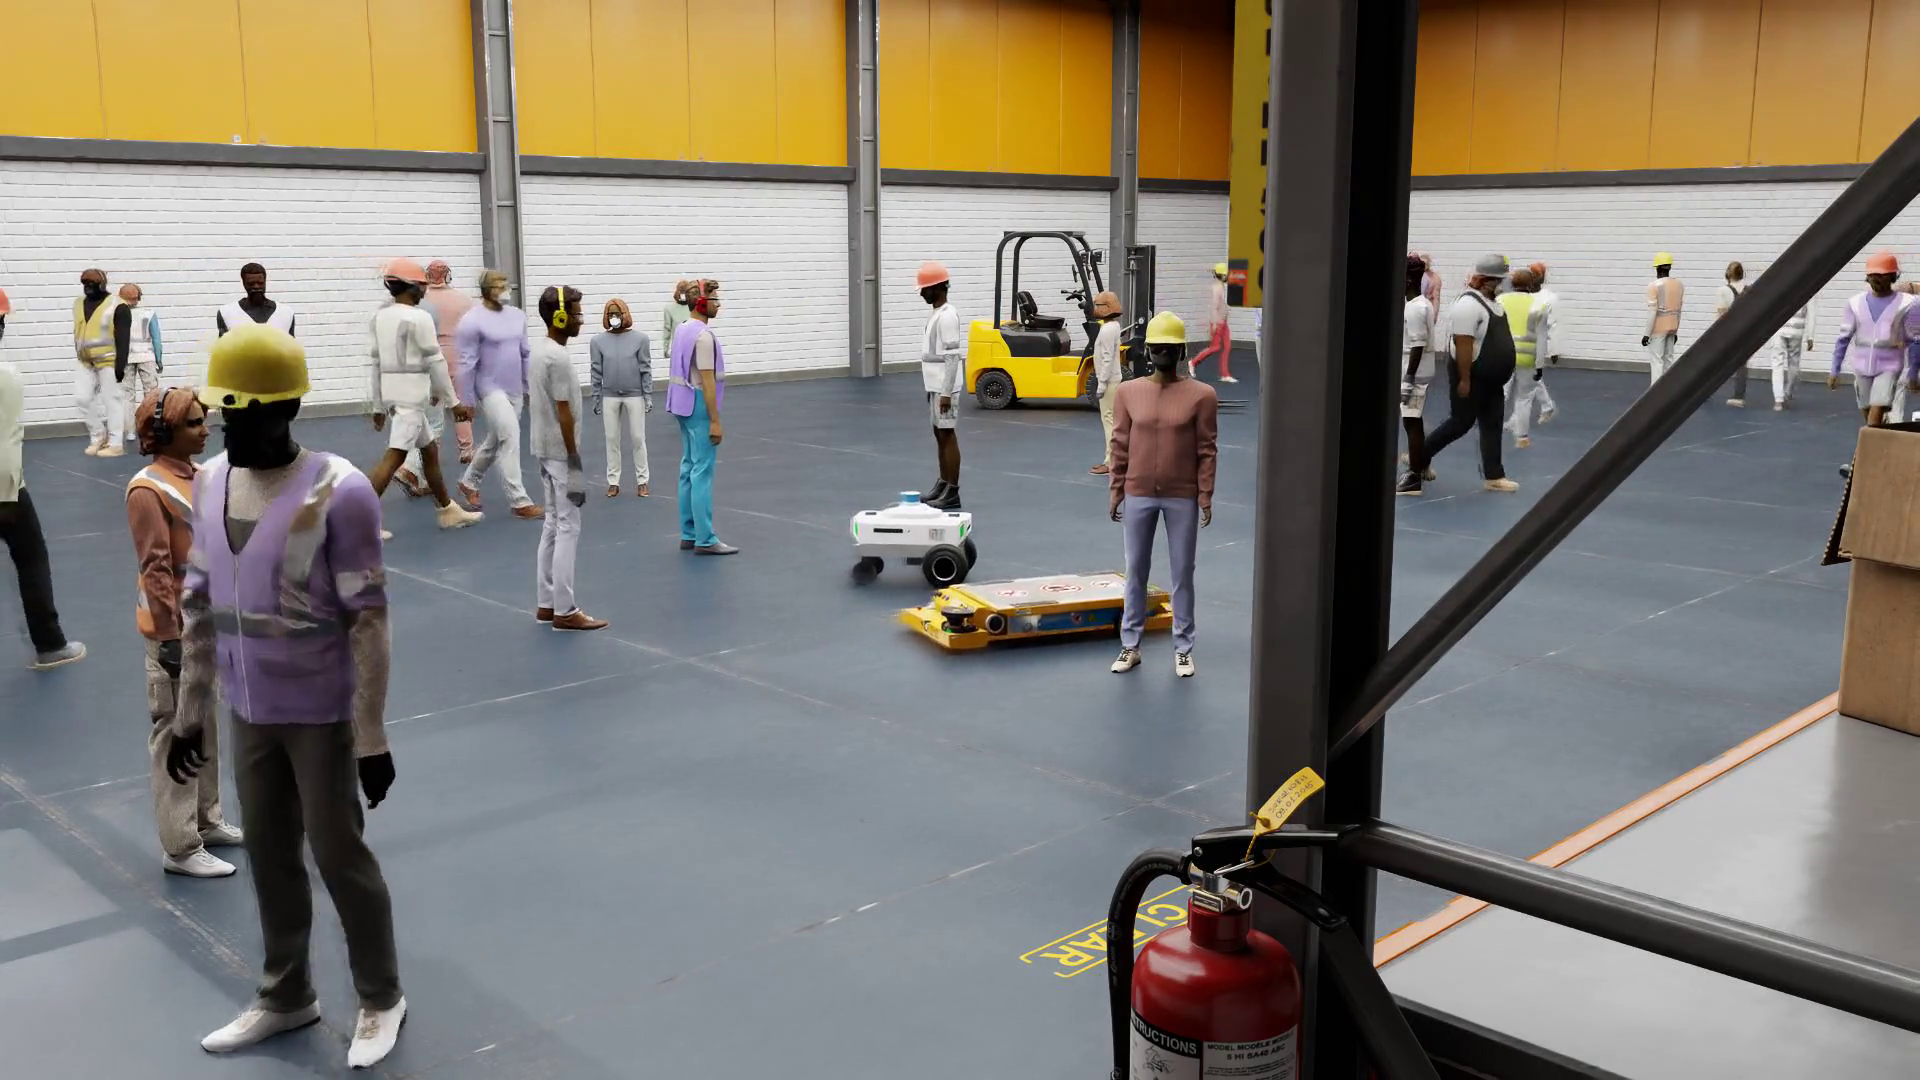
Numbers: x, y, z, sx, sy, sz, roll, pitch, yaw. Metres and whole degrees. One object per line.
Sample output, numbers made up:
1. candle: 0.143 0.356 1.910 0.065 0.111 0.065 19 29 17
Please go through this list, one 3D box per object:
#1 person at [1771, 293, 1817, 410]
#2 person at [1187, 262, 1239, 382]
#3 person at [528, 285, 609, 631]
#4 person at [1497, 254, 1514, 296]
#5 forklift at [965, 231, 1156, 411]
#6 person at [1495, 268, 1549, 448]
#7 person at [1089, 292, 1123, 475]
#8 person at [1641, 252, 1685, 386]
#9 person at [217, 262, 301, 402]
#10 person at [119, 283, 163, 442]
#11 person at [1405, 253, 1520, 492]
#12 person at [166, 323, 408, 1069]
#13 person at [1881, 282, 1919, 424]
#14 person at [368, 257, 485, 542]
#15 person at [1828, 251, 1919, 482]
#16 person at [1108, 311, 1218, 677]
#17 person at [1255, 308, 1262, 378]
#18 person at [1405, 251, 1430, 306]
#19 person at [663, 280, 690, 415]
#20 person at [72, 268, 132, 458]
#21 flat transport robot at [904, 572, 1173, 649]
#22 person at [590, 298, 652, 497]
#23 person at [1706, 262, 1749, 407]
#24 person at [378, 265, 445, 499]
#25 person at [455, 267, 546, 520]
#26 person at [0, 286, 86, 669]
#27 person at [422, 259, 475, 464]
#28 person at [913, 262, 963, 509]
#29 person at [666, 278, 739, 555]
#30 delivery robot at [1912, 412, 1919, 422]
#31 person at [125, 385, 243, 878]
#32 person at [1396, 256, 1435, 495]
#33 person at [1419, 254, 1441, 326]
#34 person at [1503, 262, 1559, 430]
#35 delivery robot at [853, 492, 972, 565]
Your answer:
1. person: 10.218 -2.552 20.609 0.591 1.833 1.004 3 11 14
2. person: 3.705 -3.159 24.192 0.667 1.750 0.530 5 11 25
3. person: -2.167 -0.438 9.028 0.312 1.866 0.577 -6 12 -29
4. person: 8.417 -3.530 25.958 0.598 1.830 0.403 1 10 5
5. forklift: 1.222 -2.721 20.561 2.313 2.155 1.214 2 11 13
6. person: 5.474 -1.776 16.448 0.626 1.819 0.838 6 12 32
7. person: 1.311 -1.399 14.887 0.284 1.633 0.497 2 11 12
8. person: 8.735 -2.618 20.741 0.590 1.923 0.383 -5 12 -27
9. person: -5.545 -1.231 13.192 0.590 1.919 0.393 -7 13 -35
10. person: -8.541 -1.837 17.253 0.511 1.641 0.309 -3 11 -16
11. person: 4.252 -1.432 13.951 0.864 2.000 0.707 8 13 38
12. person: -1.745 0.407 4.283 0.690 1.915 0.435 5 12 27
13. person: 10.043 -1.928 17.781 0.311 1.634 0.505 1 10 3
14. person: -3.912 -0.989 11.726 0.616 1.991 1.094 10 14 43
15. person: 7.788 -1.454 14.201 1.053 1.986 0.624 -8 13 -38
16. person: 0.976 -0.216 8.066 0.529 1.772 0.304 3 11 15
17. person: 2.924 -1.590 15.081 0.350 1.942 0.547 -8 13 -38
18. person: 6.396 -3.161 23.743 0.638 1.911 0.402 -9 14 -41
19. person: -3.234 -2.249 19.575 0.515 1.611 0.387 -1 10 -3
20. person: -8.224 -1.684 15.932 0.640 1.818 0.471 2 11 13
21. flat transport robot: 0.480 0.362 9.000 1.431 0.197 0.652 -4 11 -22
22. person: -2.762 -1.156 13.587 0.503 1.626 0.281 -1 10 -3
23. person: 9.720 -2.604 21.033 0.525 1.785 0.973 0 10 -3
24. person: -4.421 -1.262 13.377 0.630 1.919 0.489 5 11 24
25. person: -3.553 -1.120 12.657 0.971 1.910 0.634 5 12 26
26. person: -4.669 -0.258 7.830 0.602 1.953 1.017 2 11 11
27. person: -4.831 -1.659 15.556 0.652 1.906 0.402 -2 11 -11
28. person: -0.172 -1.199 12.994 0.385 1.927 0.544 -2 11 -10
29. person: -1.758 -0.822 11.155 0.395 1.847 0.564 -5 12 -26
30. delivery robot: 9.646 -1.146 16.194 0.707 0.478 0.477 -4 11 -18
31. person: -2.596 0.302 5.592 0.308 1.640 0.510 -1 10 -6
32. person: 3.717 -1.348 13.716 0.374 1.960 0.600 4 11 19
33. person: 7.251 -3.598 26.326 0.685 1.848 0.941 4 11 21
34. person: 6.391 -2.153 18.448 0.959 1.848 0.570 -5 12 -27
35. delivery robot: -0.295 -0.054 10.237 0.707 0.478 0.477 1 11 7
